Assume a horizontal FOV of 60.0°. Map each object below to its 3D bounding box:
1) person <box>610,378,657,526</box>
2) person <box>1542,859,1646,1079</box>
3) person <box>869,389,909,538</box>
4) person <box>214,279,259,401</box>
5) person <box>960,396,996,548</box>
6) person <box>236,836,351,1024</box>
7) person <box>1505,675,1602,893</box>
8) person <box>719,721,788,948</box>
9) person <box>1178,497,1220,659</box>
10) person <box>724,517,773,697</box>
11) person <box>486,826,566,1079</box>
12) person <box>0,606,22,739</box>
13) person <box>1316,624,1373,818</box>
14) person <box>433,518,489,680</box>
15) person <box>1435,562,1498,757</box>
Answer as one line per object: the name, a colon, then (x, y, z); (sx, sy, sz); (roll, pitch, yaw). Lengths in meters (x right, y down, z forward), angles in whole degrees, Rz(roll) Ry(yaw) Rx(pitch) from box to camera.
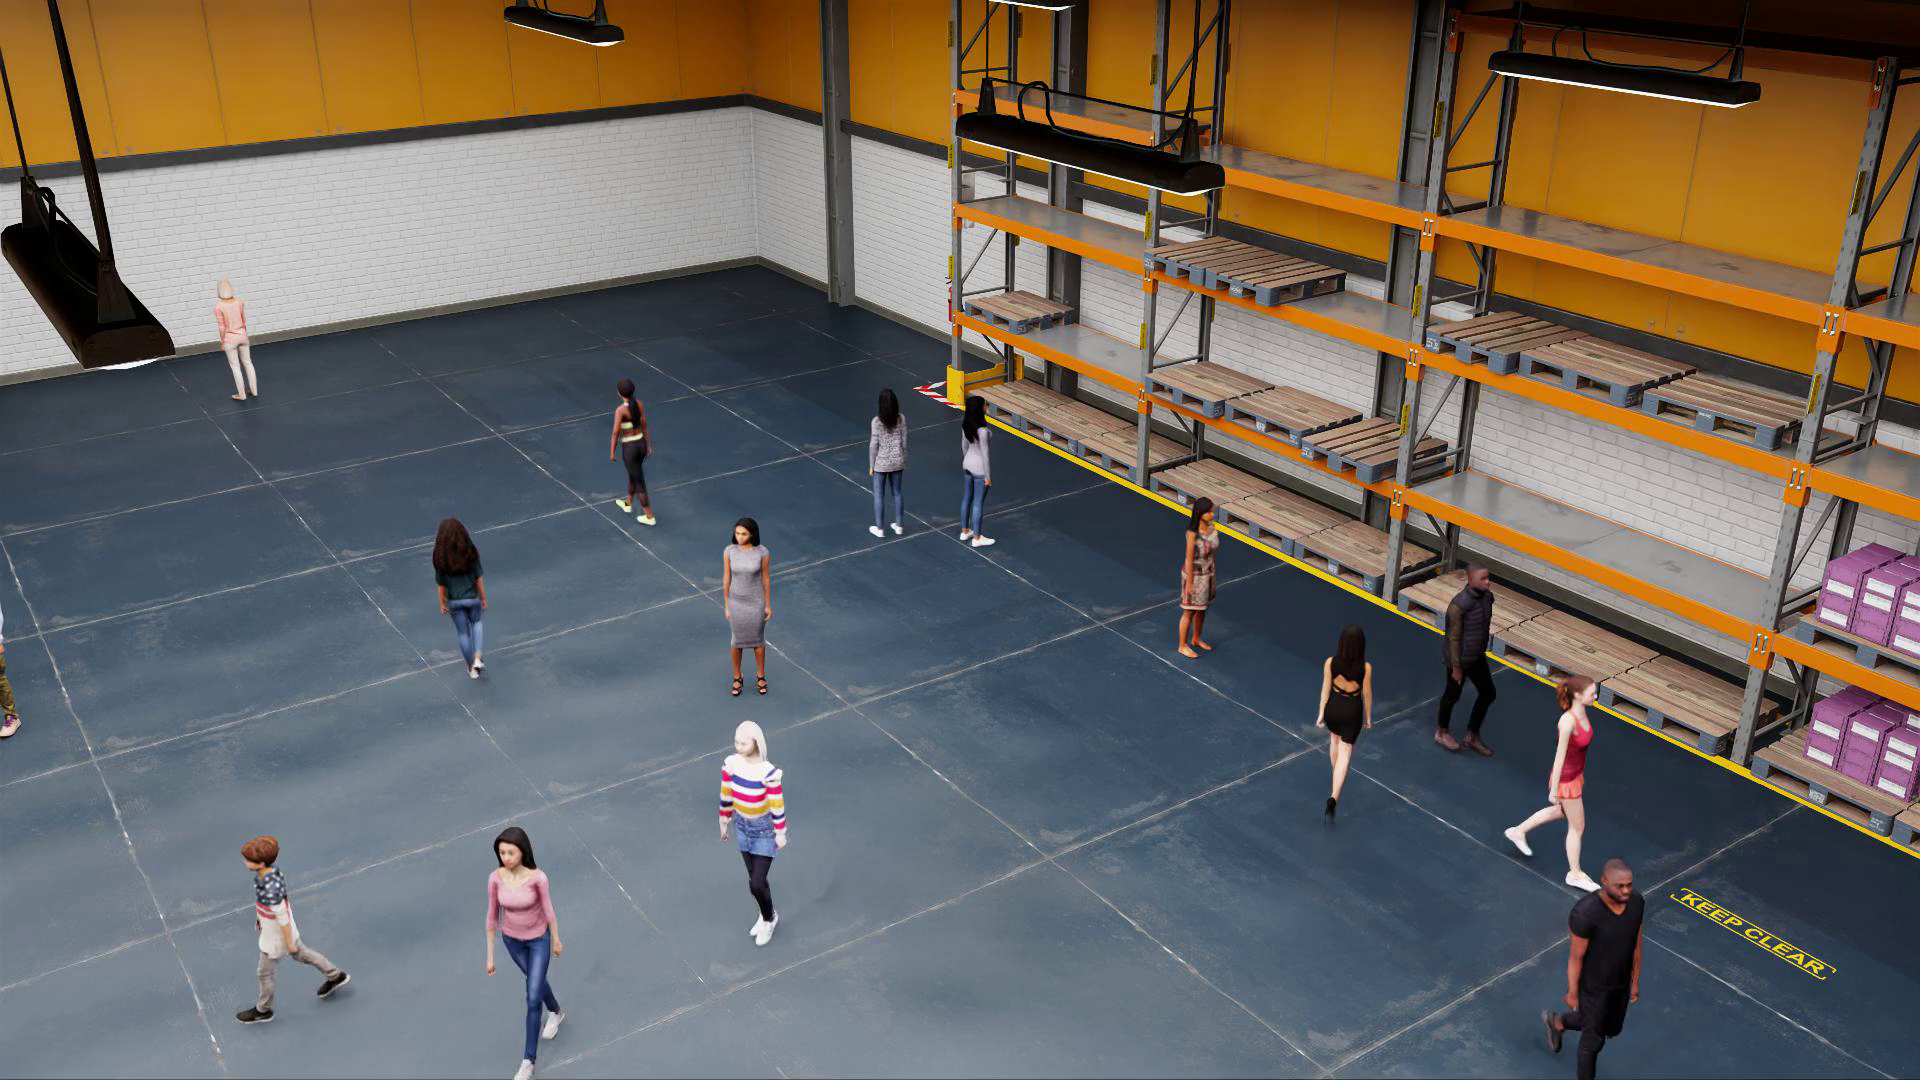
person: (-3.683, -0.981, 19.117); (1.036, 1.727, 0.777); (17, 29, 34)
person: (4.000, 2.747, 10.493); (0.830, 1.804, 1.083); (-8, 25, -18)
person: (-0.812, -0.877, 18.875); (0.644, 1.731, 0.577); (-12, 26, -25)
person: (-10.175, -2.824, 23.337); (0.635, 1.724, 0.665); (16, 28, 32)
person: (0.168, -0.785, 18.661); (0.672, 1.734, 0.467); (-14, 27, -29)
person: (-4.558, 2.608, 11.300); (0.747, 1.412, 0.962); (-9, 25, -19)
person: (4.592, 1.808, 12.740); (1.108, 1.725, 0.813); (15, 28, 31)
person: (-1.418, 2.072, 12.049); (0.721, 1.796, 0.831); (13, 27, 28)
person: (2.320, 0.340, 16.198); (0.621, 1.644, 0.703); (19, 30, 36)
person: (-1.971, 0.607, 15.419); (0.664, 1.780, 0.680); (-1, 24, -3)
person: (-2.814, 2.598, 10.952); (1.023, 1.709, 1.099); (3, 24, 7)
person: (-8.717, 0.886, 14.740); (0.757, 1.812, 0.798); (2, 24, 5)
person: (3.119, 1.499, 13.580); (1.057, 1.618, 1.000); (10, 25, 21)
person: (-4.678, 0.585, 15.688); (0.660, 1.604, 0.680); (-9, 25, -19)
person: (4.334, 0.995, 14.481); (0.713, 1.819, 0.744); (-16, 28, -32)
